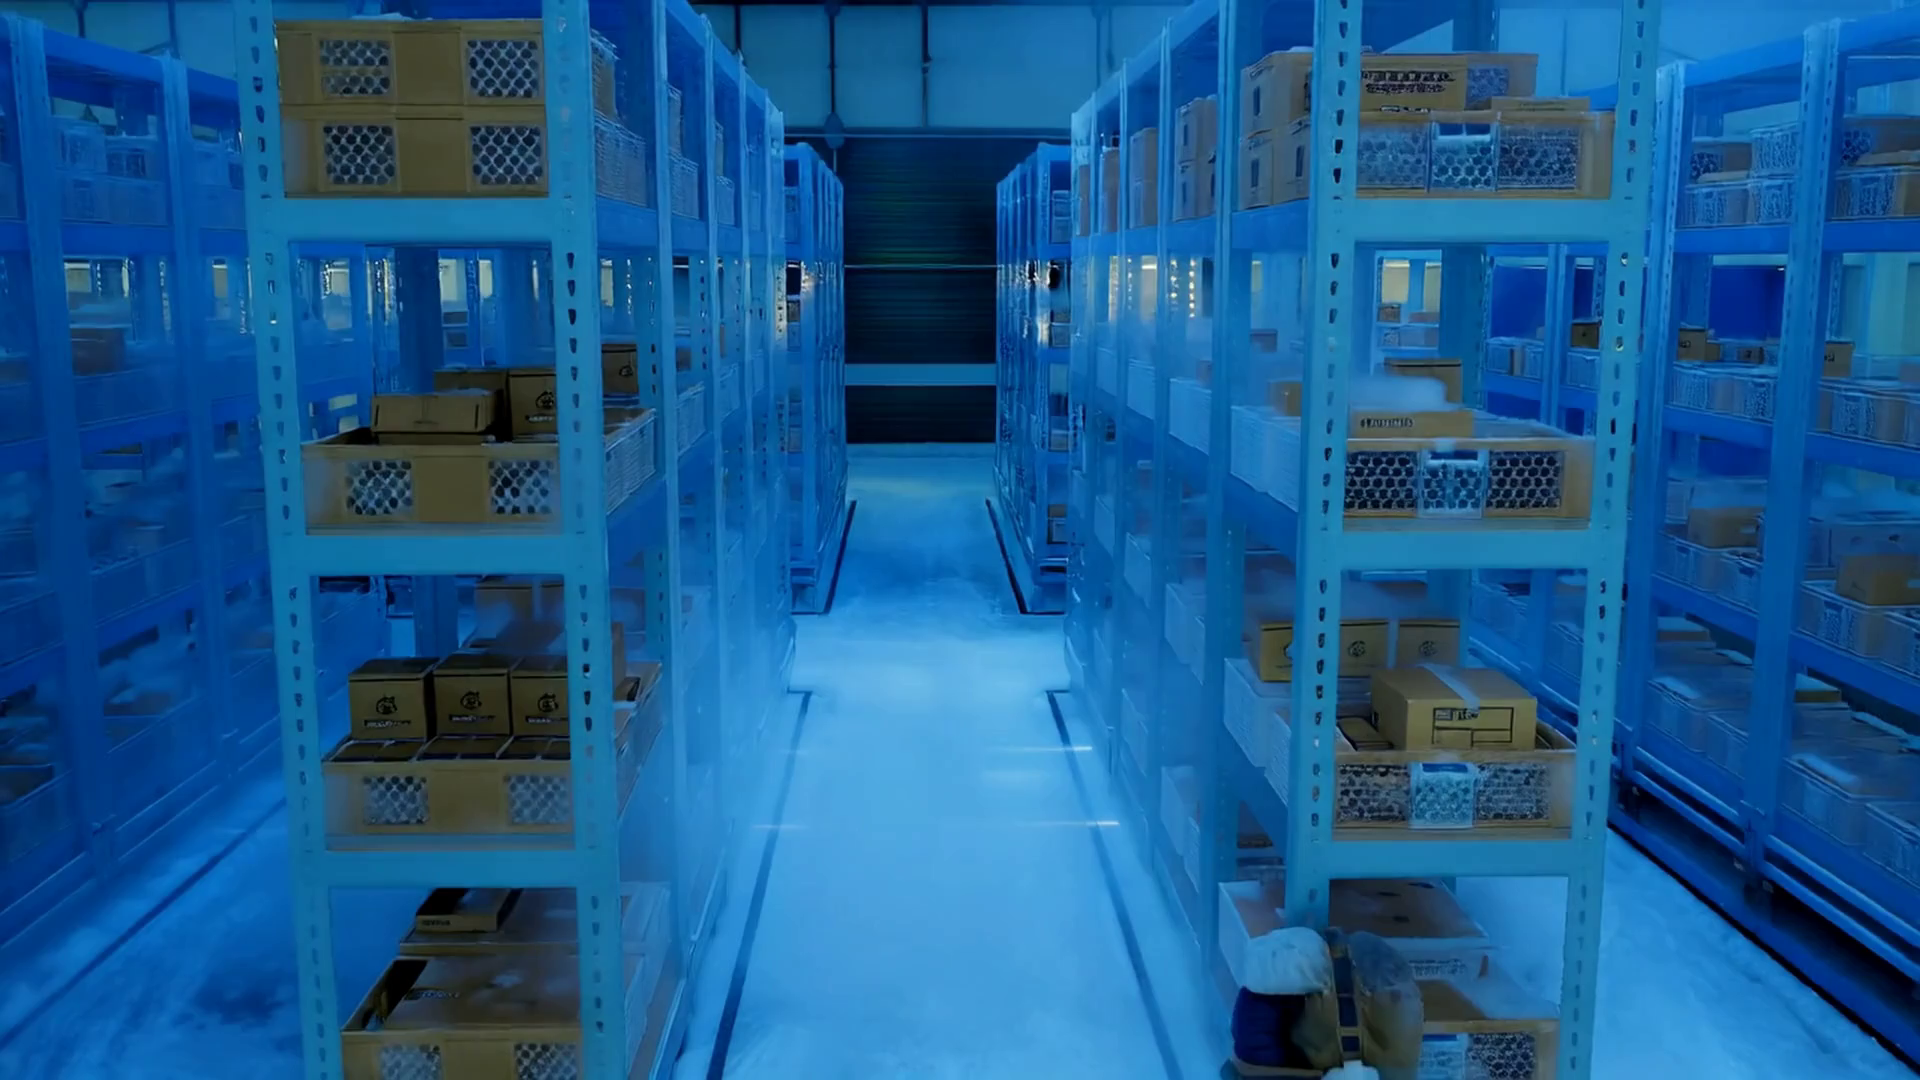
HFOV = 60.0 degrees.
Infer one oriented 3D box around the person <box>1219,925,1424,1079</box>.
[{"bbox_3d":[0.439,1.401,2.114,0.409,1.906,0.648,1,9,4],"label":"person"}]
